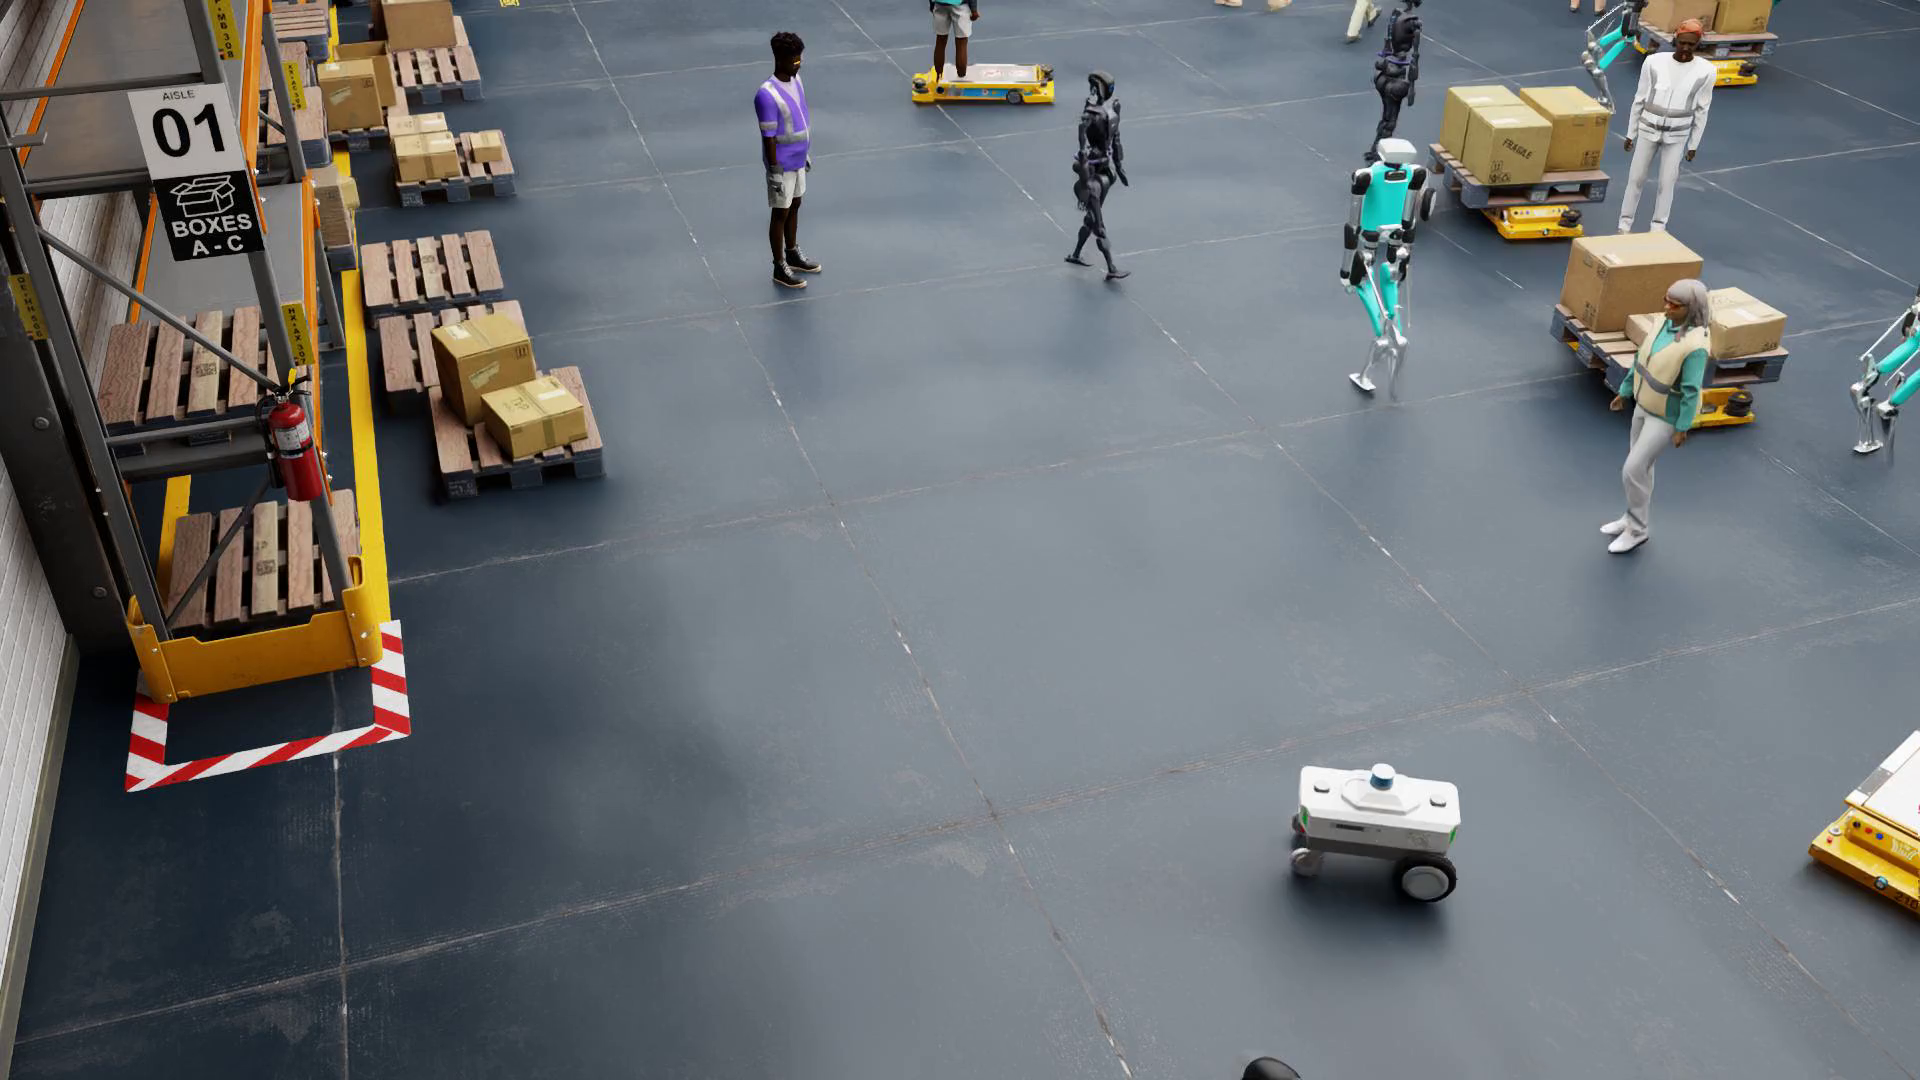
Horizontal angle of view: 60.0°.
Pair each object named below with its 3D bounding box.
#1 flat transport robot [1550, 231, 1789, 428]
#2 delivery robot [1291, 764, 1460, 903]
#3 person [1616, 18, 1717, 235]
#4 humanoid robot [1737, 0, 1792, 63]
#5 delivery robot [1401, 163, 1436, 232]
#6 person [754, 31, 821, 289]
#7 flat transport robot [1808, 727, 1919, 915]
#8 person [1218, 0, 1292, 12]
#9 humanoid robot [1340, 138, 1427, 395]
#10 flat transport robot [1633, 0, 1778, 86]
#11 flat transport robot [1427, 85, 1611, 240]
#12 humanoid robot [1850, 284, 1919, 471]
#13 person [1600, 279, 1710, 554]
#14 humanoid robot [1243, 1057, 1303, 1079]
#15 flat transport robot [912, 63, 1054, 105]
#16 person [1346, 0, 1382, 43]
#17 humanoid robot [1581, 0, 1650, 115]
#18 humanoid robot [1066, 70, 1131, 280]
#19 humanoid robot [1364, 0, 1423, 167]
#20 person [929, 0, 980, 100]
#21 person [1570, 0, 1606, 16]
[{"bbox_3d":[4.902,-1.202,11.702,0.659,0.231,1.431,-6,34,-8],"label":"flat transport robot"},{"bbox_3d":[1.924,1.286,7.621,0.768,0.591,0.499,6,34,9],"label":"delivery robot"},{"bbox_3d":[5.651,-3.241,13.358,0.573,1.880,0.361,16,36,23],"label":"person"},{"bbox_3d":[8.490,-5.835,17.504,0.532,1.821,0.752,-15,36,-21],"label":"humanoid robot"},{"bbox_3d":[3.726,-2.915,14.072,0.499,0.599,0.784,15,36,21],"label":"delivery robot"},{"bbox_3d":[-1.324,-2.931,12.808,0.367,1.960,0.603,11,35,16],"label":"person"},{"bbox_3d":[4.699,1.278,7.899,1.431,0.231,0.659,-26,41,-33],"label":"flat transport robot"},{"bbox_3d":[3.487,-7.086,19.290,0.948,1.825,0.473,16,37,23],"label":"person"},{"bbox_3d":[2.897,-1.709,11.242,0.548,1.909,0.706,-10,35,-15],"label":"humanoid robot"},{"bbox_3d":[7.845,-5.165,17.780,0.659,0.231,1.431,-5,33,-7],"label":"flat transport robot"},{"bbox_3d":[4.783,-2.970,14.413,0.659,0.231,1.431,-4,33,-6],"label":"flat transport robot"},{"bbox_3d":[5.999,-1.238,10.460,0.705,1.829,0.530,-8,34,-12],"label":"humanoid robot"},{"bbox_3d":[4.006,-0.724,9.658,0.518,1.698,0.487,-4,33,-6],"label":"person"},{"bbox_3d":[0.865,2.192,5.254,0.783,1.626,0.613,24,40,32],"label":"humanoid robot"},{"bbox_3d":[0.245,-4.670,17.021,1.431,0.231,0.659,1,33,2],"label":"flat transport robot"},{"bbox_3d":[4.595,-6.485,18.407,0.579,1.782,0.999,23,40,31],"label":"person"},{"bbox_3d":[6.412,-5.068,16.291,0.732,1.800,0.546,11,35,16],"label":"humanoid robot"},{"bbox_3d":[1.132,-2.847,12.960,0.711,1.634,0.590,21,39,29],"label":"humanoid robot"},{"bbox_3d":[3.918,-4.196,15.008,0.385,1.642,0.589,-10,34,-14],"label":"humanoid robot"},{"bbox_3d":[-0.080,-5.381,16.583,0.565,1.938,0.428,17,37,24],"label":"person"},{"bbox_3d":[7.425,-6.948,19.236,0.461,1.667,0.390,17,37,25],"label":"person"}]
